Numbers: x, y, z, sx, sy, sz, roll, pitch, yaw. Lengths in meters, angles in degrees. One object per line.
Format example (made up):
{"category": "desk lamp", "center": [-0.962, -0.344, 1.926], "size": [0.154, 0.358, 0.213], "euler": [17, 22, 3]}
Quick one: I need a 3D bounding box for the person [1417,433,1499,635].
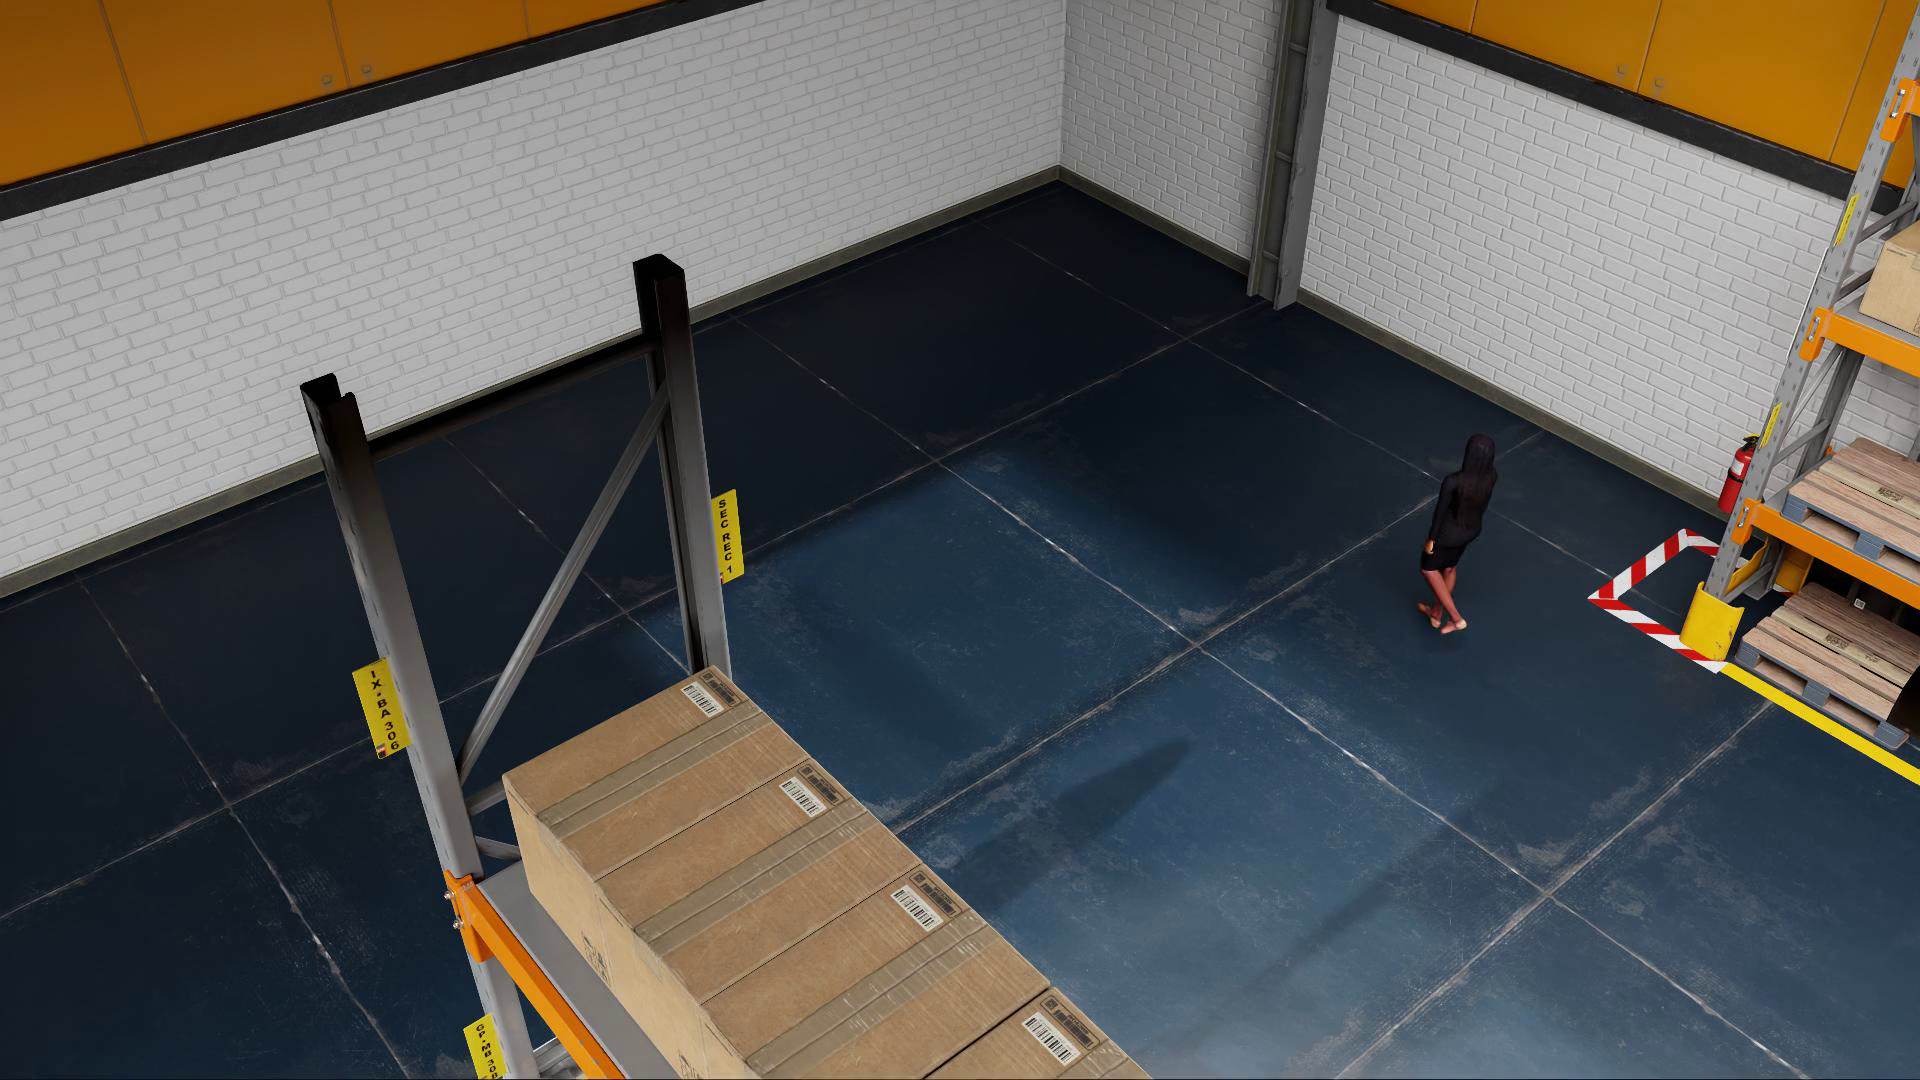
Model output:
{"category": "person", "center": [3.526, 0.012, 11.699], "size": [0.730, 1.709, 0.854], "euler": [-16, 41, -19]}
